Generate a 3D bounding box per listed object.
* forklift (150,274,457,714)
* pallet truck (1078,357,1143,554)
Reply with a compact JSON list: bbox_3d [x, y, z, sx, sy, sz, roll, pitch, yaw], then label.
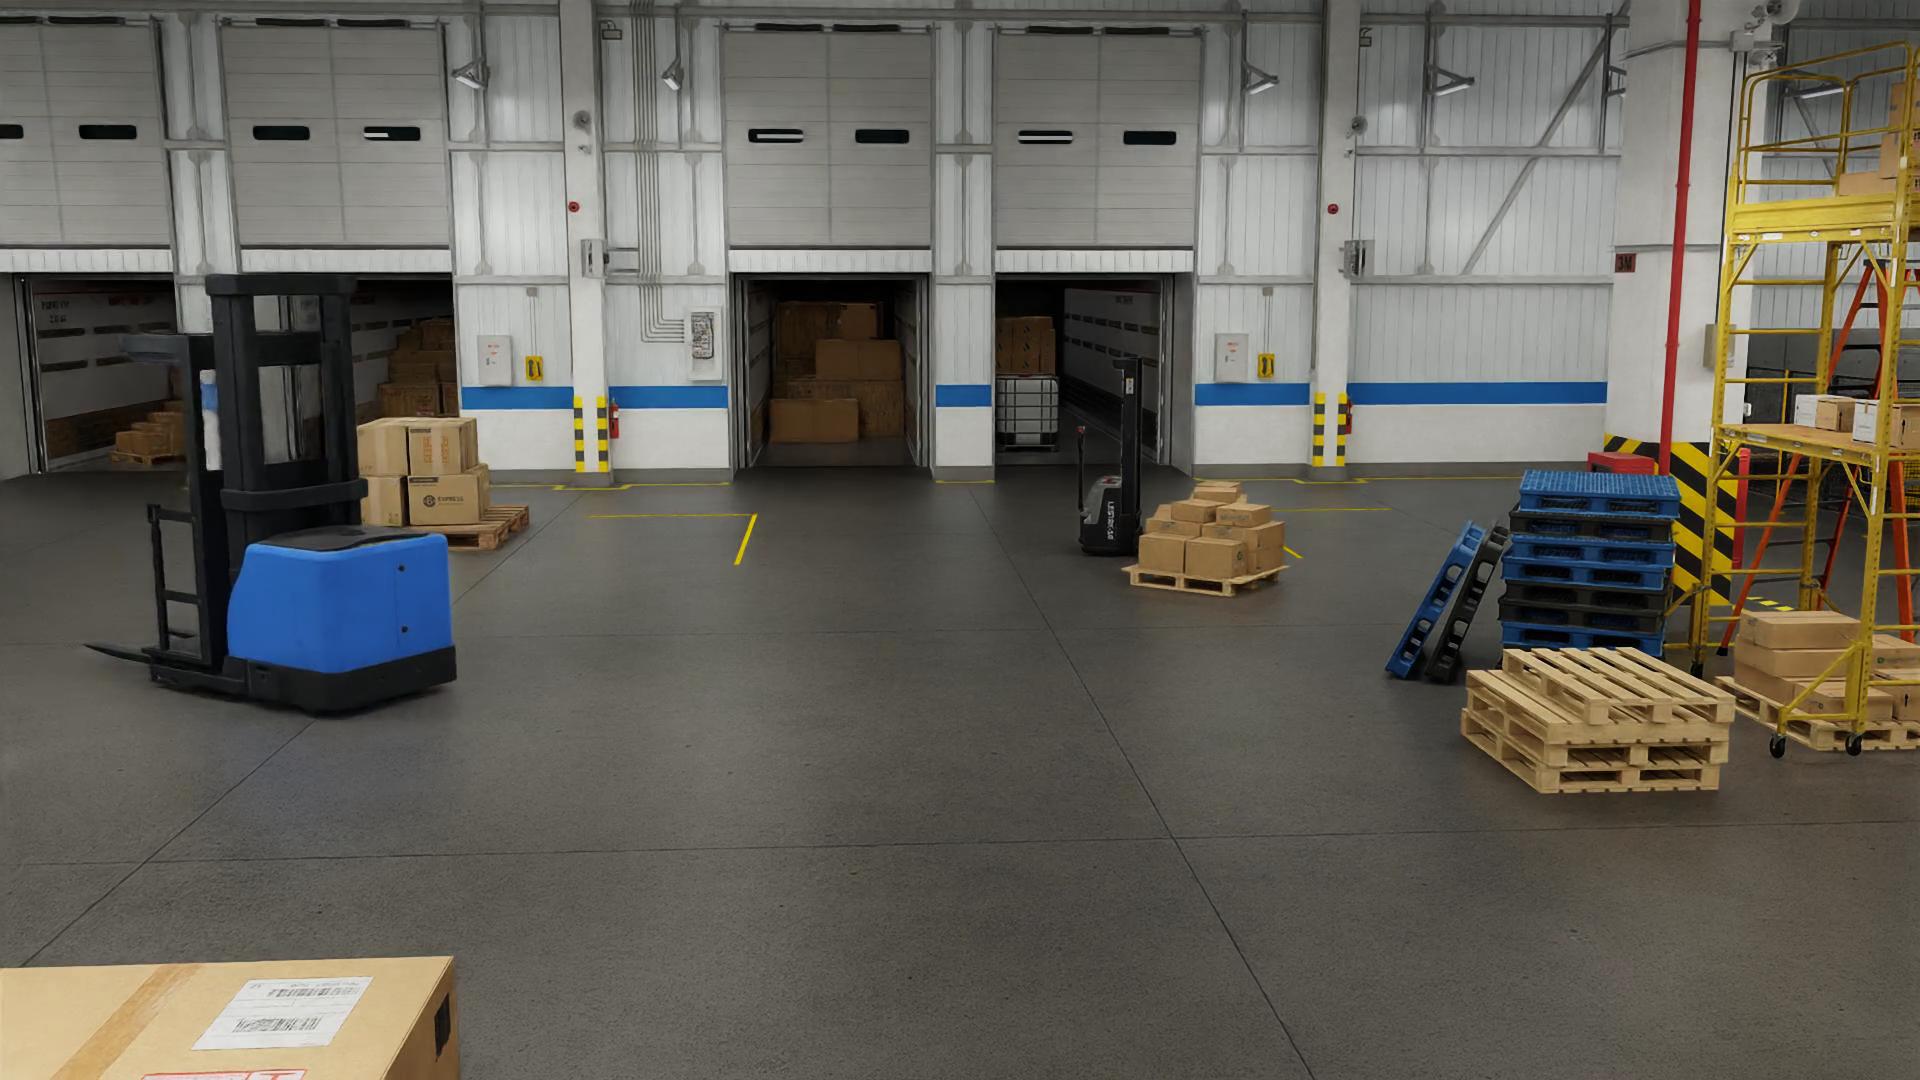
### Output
[{"bbox_3d":[-4.457,-0.386,11.173,1.873,2.768,1.129,5,11,31],"label":"forklift"},{"bbox_3d":[2.088,-0.836,16.757,1.885,1.965,0.823,2,9,13],"label":"pallet truck"}]
